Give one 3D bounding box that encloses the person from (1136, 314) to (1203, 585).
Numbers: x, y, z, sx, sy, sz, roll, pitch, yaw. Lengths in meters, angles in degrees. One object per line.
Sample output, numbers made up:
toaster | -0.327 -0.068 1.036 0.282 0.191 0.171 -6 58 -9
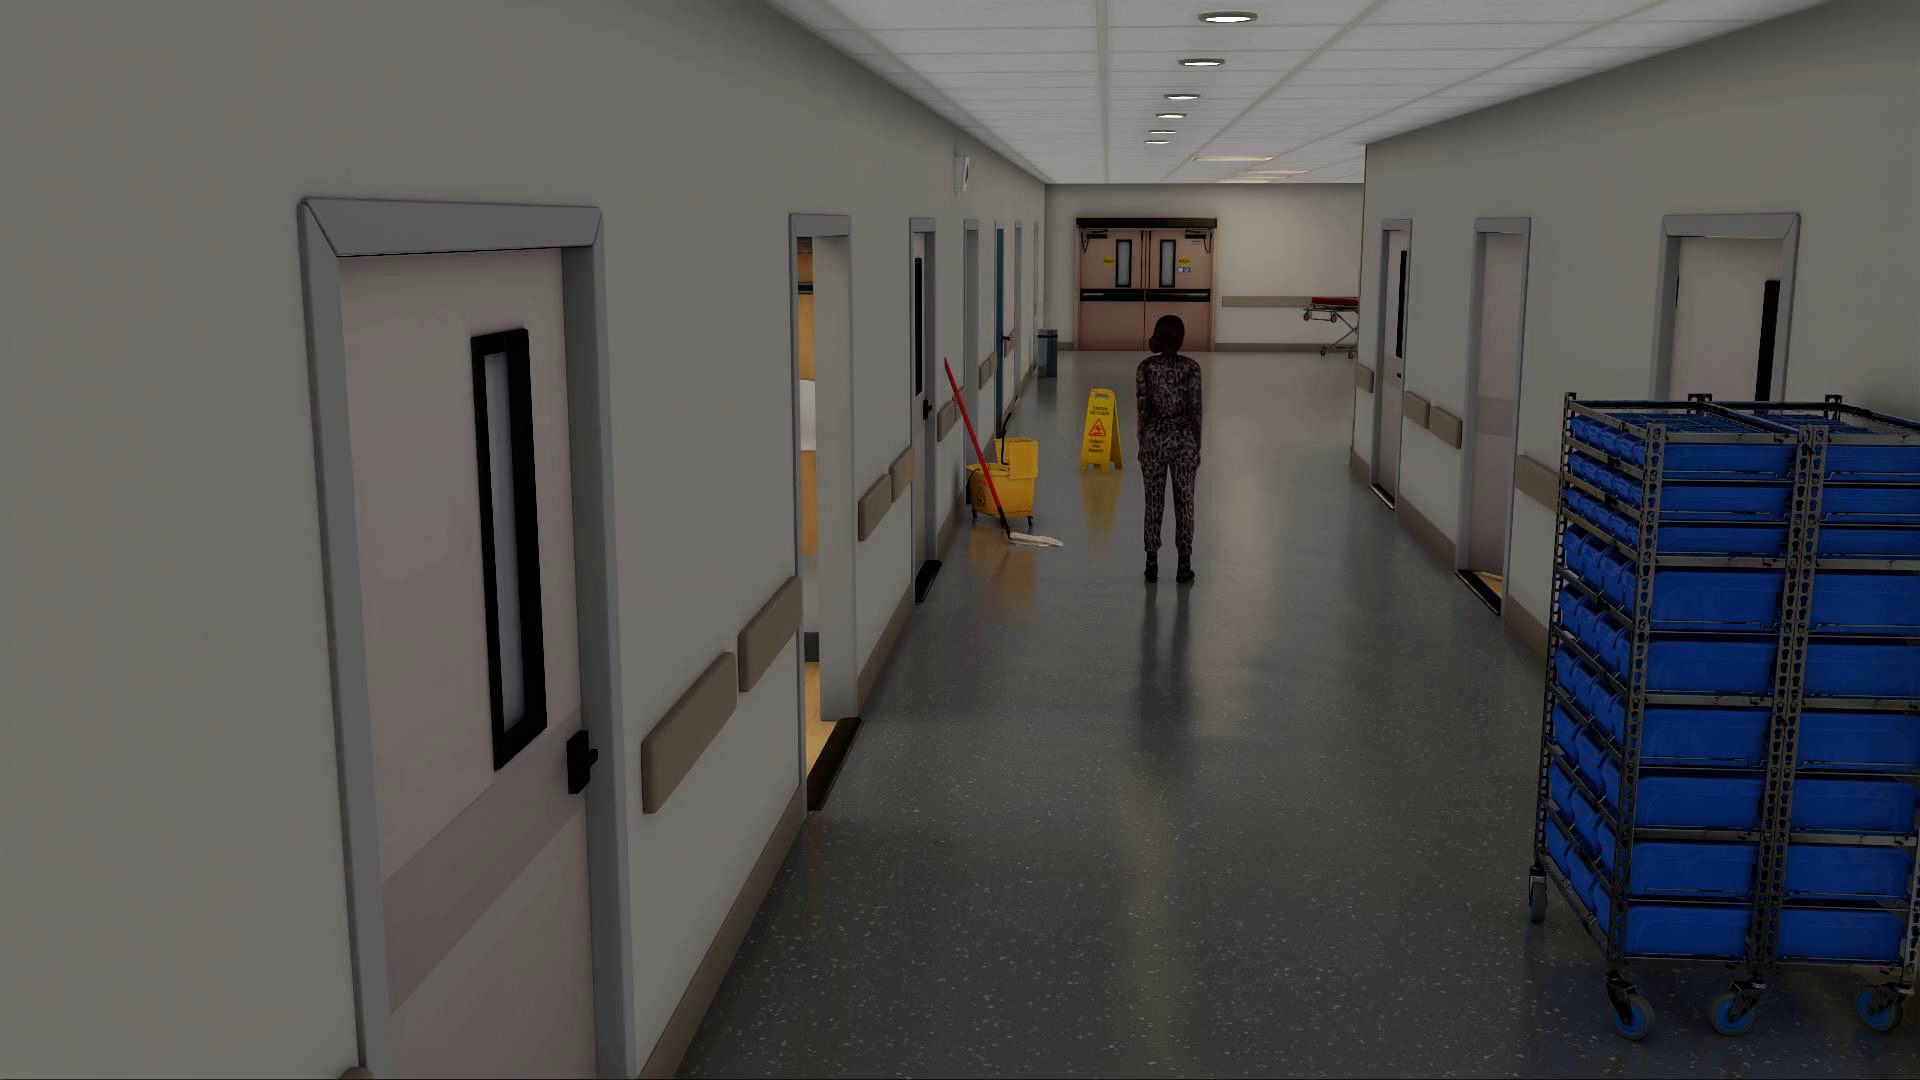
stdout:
person | 1.332 -0.584 10.636 0.608 1.713 0.606 3 11 14
